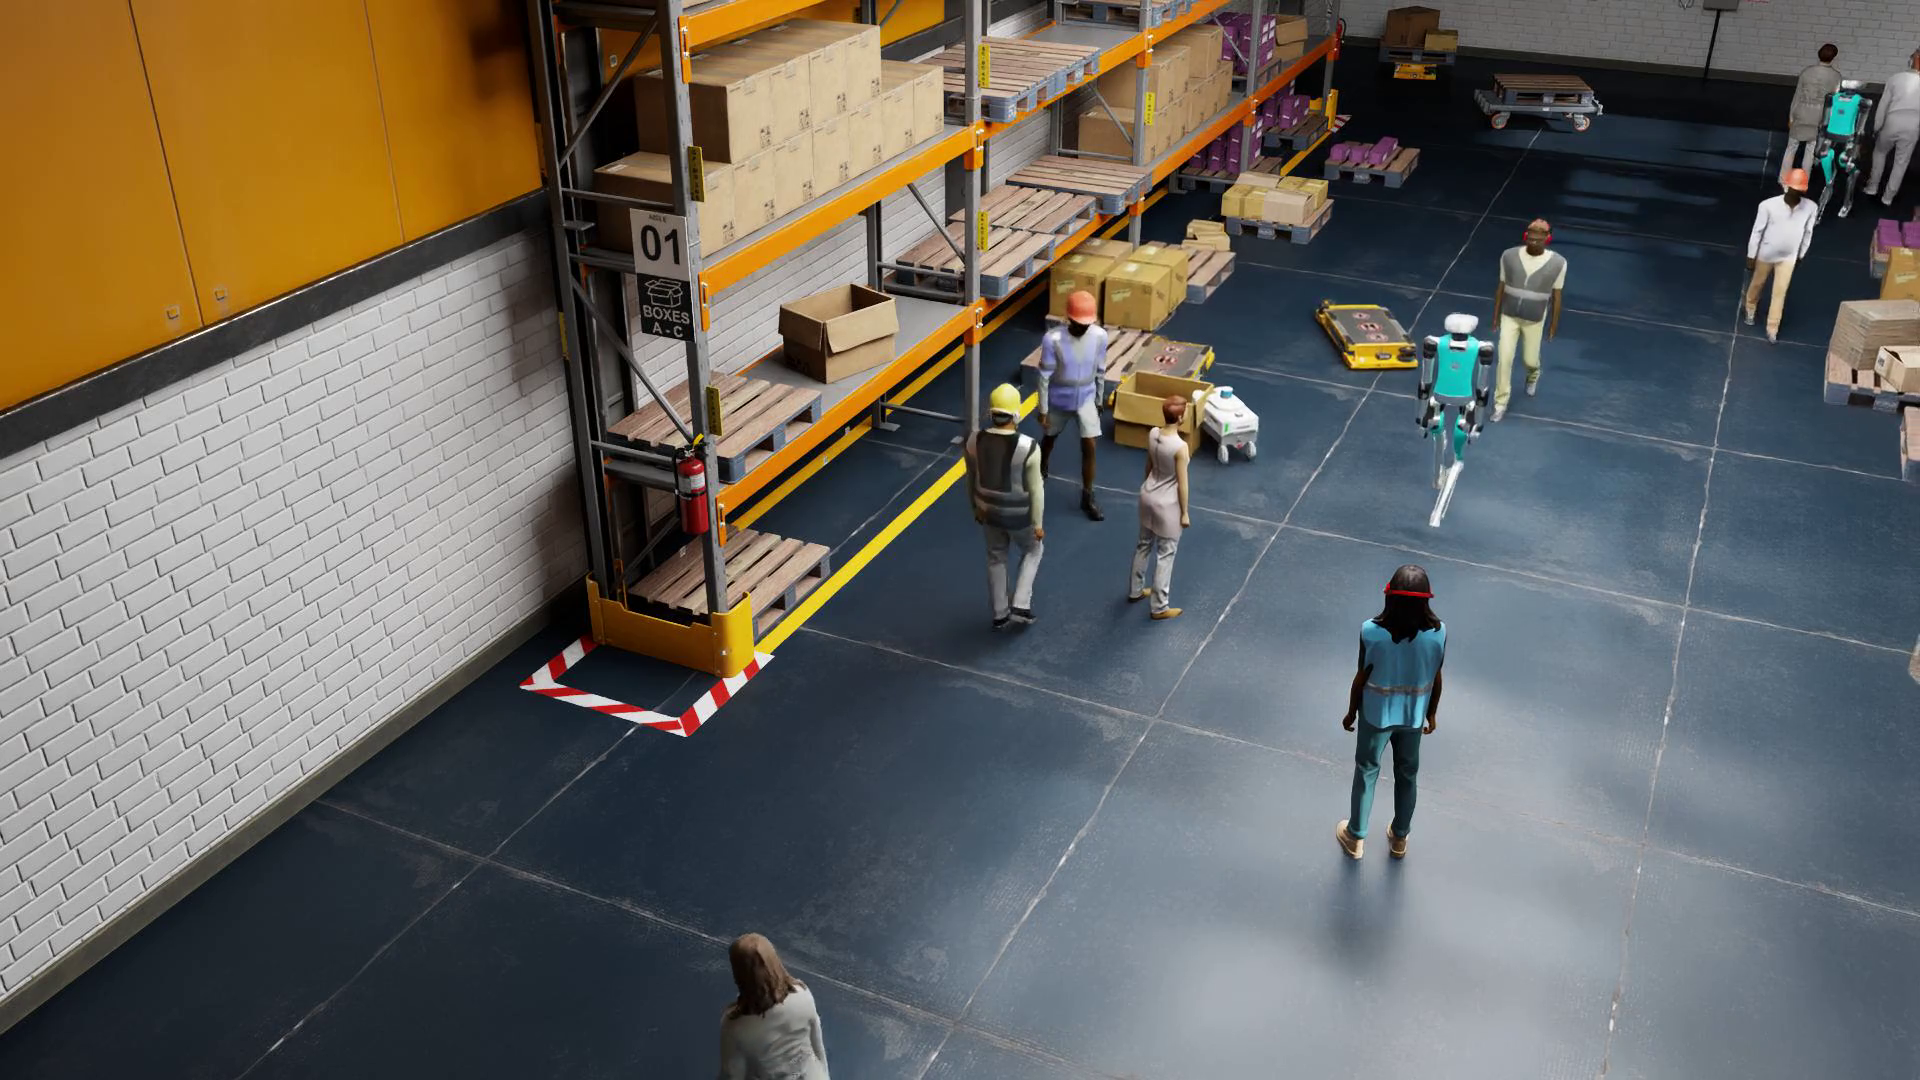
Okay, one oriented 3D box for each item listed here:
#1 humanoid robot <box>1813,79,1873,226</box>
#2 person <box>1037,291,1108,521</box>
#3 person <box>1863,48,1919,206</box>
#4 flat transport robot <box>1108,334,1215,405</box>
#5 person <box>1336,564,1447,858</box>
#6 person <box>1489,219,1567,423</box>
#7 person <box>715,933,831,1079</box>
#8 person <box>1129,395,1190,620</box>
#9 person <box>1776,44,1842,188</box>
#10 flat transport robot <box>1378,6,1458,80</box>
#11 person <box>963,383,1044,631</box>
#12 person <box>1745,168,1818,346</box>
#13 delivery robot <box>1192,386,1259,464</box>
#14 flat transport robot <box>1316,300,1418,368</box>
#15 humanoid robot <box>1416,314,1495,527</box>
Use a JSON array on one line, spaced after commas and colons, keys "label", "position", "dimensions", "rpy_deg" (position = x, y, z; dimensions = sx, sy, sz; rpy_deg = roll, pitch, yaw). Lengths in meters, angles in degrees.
[{"label": "humanoid robot", "position": [10.576, -4.647, 19.830], "dimensions": [0.986, 1.772, 0.532], "rpy_deg": [-22, 35, -34]}, {"label": "person", "position": [0.857, -1.153, 13.178], "dimensions": [0.575, 1.880, 0.893], "rpy_deg": [-7, 29, -13]}, {"label": "person", "position": [11.592, -5.110, 20.494], "dimensions": [0.671, 1.885, 0.727], "rpy_deg": [10, 30, 18]}, {"label": "flat transport robot", "position": [1.912, -1.563, 15.627], "dimensions": [0.659, 0.231, 1.431], "rpy_deg": [10, 30, 19]}, {"label": "person", "position": [2.405, 0.974, 9.241], "dimensions": [0.517, 1.866, 0.391], "rpy_deg": [0, 28, 0]}, {"label": "person", "position": [5.026, -1.985, 14.773], "dimensions": [0.570, 1.818, 0.741], "rpy_deg": [14, 32, 25]}, {"label": "person", "position": [-0.713, 2.383, 6.888], "dimensions": [0.499, 1.624, 0.747], "rpy_deg": [-23, 36, -35]}, {"label": "person", "position": [1.429, -0.240, 11.725], "dimensions": [0.316, 1.649, 0.458], "rpy_deg": [-16, 32, -27]}, {"label": "person", "position": [10.718, -5.318, 20.956], "dimensions": [0.522, 1.823, 0.364], "rpy_deg": [12, 31, 22]}, {"label": "flat transport robot", "position": [7.423, -7.751, 27.101], "dimensions": [0.659, 0.231, 1.431], "rpy_deg": [7, 29, 12]}, {"label": "person", "position": [0.322, -0.206, 11.484], "dimensions": [0.606, 1.807, 0.438], "rpy_deg": [13, 31, 23]}, {"label": "person", "position": [8.120, -2.866, 16.519], "dimensions": [0.583, 1.706, 0.905], "rpy_deg": [6, 29, 11]}, {"label": "delivery robot", "position": [2.273, -1.045, 14.344], "dimensions": [0.499, 0.575, 0.757], "rpy_deg": [-9, 30, -16]}, {"label": "flat transport robot", "position": [4.030, -2.047, 16.525], "dimensions": [0.659, 0.231, 1.431], "rpy_deg": [-1, 28, -3]}, {"label": "humanoid robot", "position": [3.901, -1.044, 13.155], "dimensions": [0.546, 1.789, 0.926], "rpy_deg": [10, 30, 19]}]
